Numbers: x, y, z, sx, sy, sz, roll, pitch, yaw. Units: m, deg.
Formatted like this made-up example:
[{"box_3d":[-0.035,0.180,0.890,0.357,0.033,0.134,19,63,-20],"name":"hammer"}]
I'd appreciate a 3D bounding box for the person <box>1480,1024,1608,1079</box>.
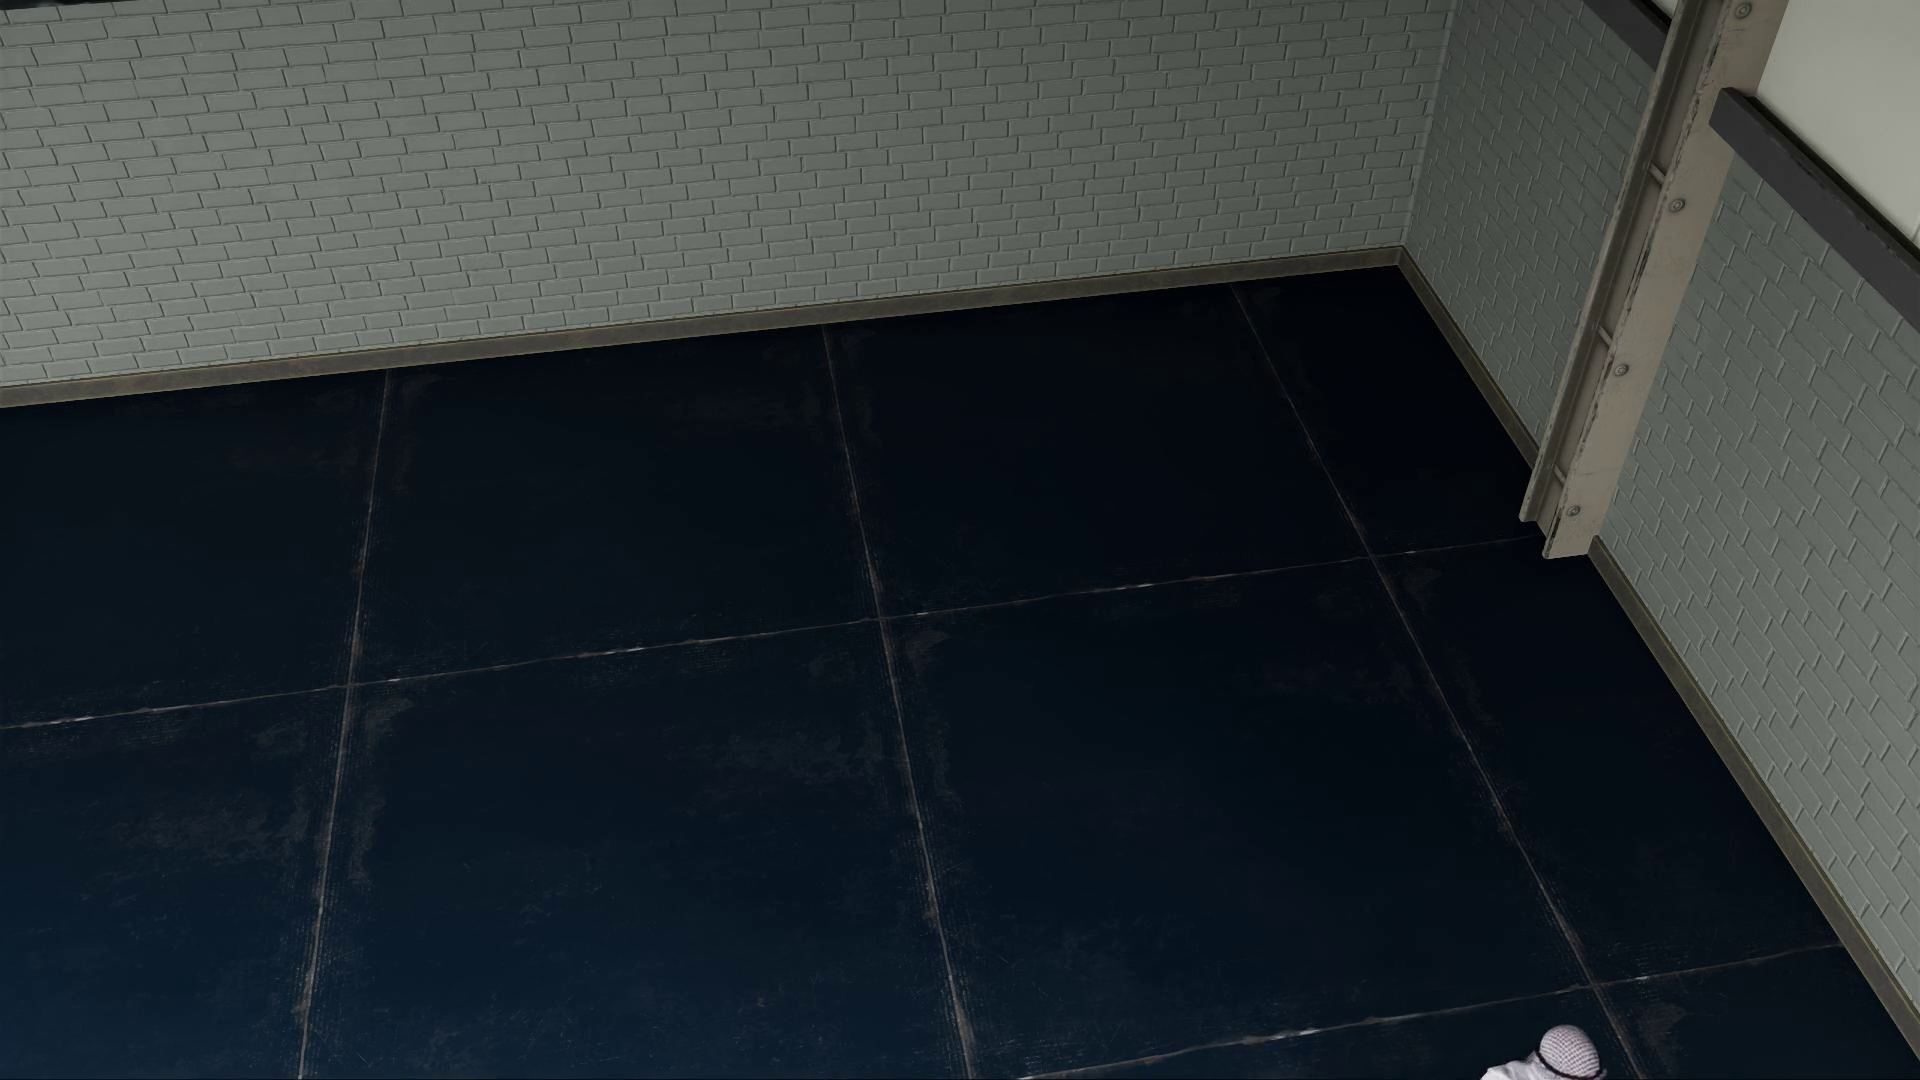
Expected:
[{"box_3d":[2.020,2.311,6.289,0.824,1.914,0.892,-23,48,-22],"name":"person"}]
